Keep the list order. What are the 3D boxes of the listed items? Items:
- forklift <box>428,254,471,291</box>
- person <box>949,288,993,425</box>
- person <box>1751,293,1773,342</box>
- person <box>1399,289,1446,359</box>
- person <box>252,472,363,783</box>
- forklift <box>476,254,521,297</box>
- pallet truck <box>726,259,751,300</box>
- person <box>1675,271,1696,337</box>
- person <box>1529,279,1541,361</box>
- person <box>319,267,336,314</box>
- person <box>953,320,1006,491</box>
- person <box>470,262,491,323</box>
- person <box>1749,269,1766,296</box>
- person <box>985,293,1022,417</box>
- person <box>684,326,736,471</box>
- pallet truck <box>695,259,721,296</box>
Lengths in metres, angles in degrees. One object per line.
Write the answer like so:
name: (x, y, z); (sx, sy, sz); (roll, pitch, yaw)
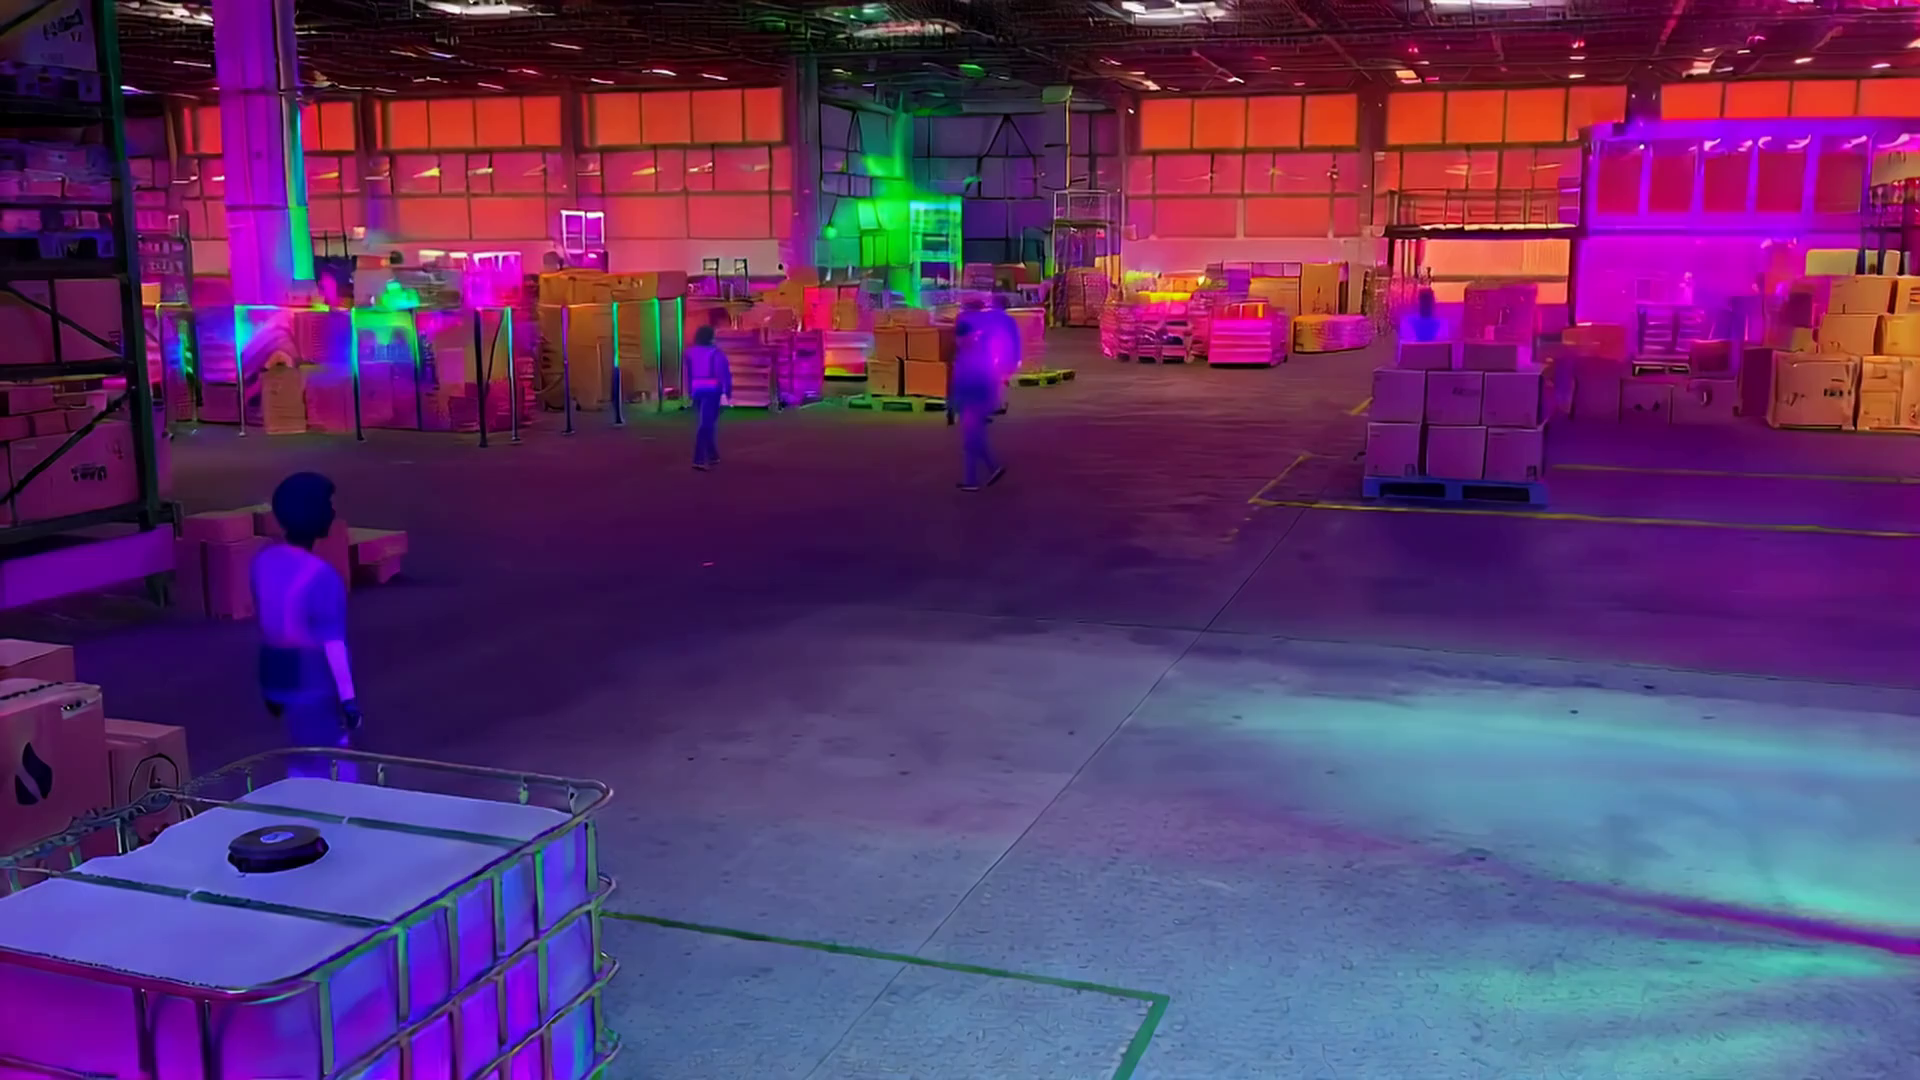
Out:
forklift: (-20.133, -10.254, 65.465); (1.157, 1.987, 2.680); (3, 11, 19)
person: (0.155, -2.536, 23.113); (0.557, 1.911, 0.858); (6, 12, 31)
person: (12.814, -3.051, 26.453); (0.483, 1.745, 0.305); (1, 10, 6)
person: (6.015, -2.292, 21.634); (0.618, 1.942, 0.809); (0, 10, 2)
person: (-2.521, 0.563, 6.366); (0.537, 1.650, 0.852); (10, 14, 44)
forklift: (-17.990, -10.121, 64.684); (1.157, 1.987, 2.680); (3, 11, 17)
pallet truck: (-7.986, -9.493, 62.019); (0.823, 1.965, 1.885); (3, 11, 17)
person: (19.519, -6.362, 44.936); (0.517, 1.814, 0.873); (-4, 11, -22)
person: (10.681, -3.945, 31.152); (0.312, 1.864, 0.532); (-3, 10, -16)
person: (-17.600, -6.642, 46.262); (0.398, 1.897, 0.641); (2, 10, 10)
person: (0.157, -1.361, 16.928); (0.522, 1.739, 0.565); (9, 13, 40)
person: (-13.262, -6.657, 45.960); (0.640, 2.030, 0.437); (2, 10, 10)
person: (20.101, -5.844, 41.796); (0.596, 1.887, 0.868); (-7, 12, -36)
person: (0.644, -2.728, 24.499); (0.630, 1.786, 0.857); (6, 11, 28)
person: (-2.828, -1.590, 18.646); (0.520, 1.591, 0.859); (4, 11, 21)
pallet truck: (-9.165, -9.627, 62.776); (0.823, 1.965, 1.885); (4, 11, 23)
